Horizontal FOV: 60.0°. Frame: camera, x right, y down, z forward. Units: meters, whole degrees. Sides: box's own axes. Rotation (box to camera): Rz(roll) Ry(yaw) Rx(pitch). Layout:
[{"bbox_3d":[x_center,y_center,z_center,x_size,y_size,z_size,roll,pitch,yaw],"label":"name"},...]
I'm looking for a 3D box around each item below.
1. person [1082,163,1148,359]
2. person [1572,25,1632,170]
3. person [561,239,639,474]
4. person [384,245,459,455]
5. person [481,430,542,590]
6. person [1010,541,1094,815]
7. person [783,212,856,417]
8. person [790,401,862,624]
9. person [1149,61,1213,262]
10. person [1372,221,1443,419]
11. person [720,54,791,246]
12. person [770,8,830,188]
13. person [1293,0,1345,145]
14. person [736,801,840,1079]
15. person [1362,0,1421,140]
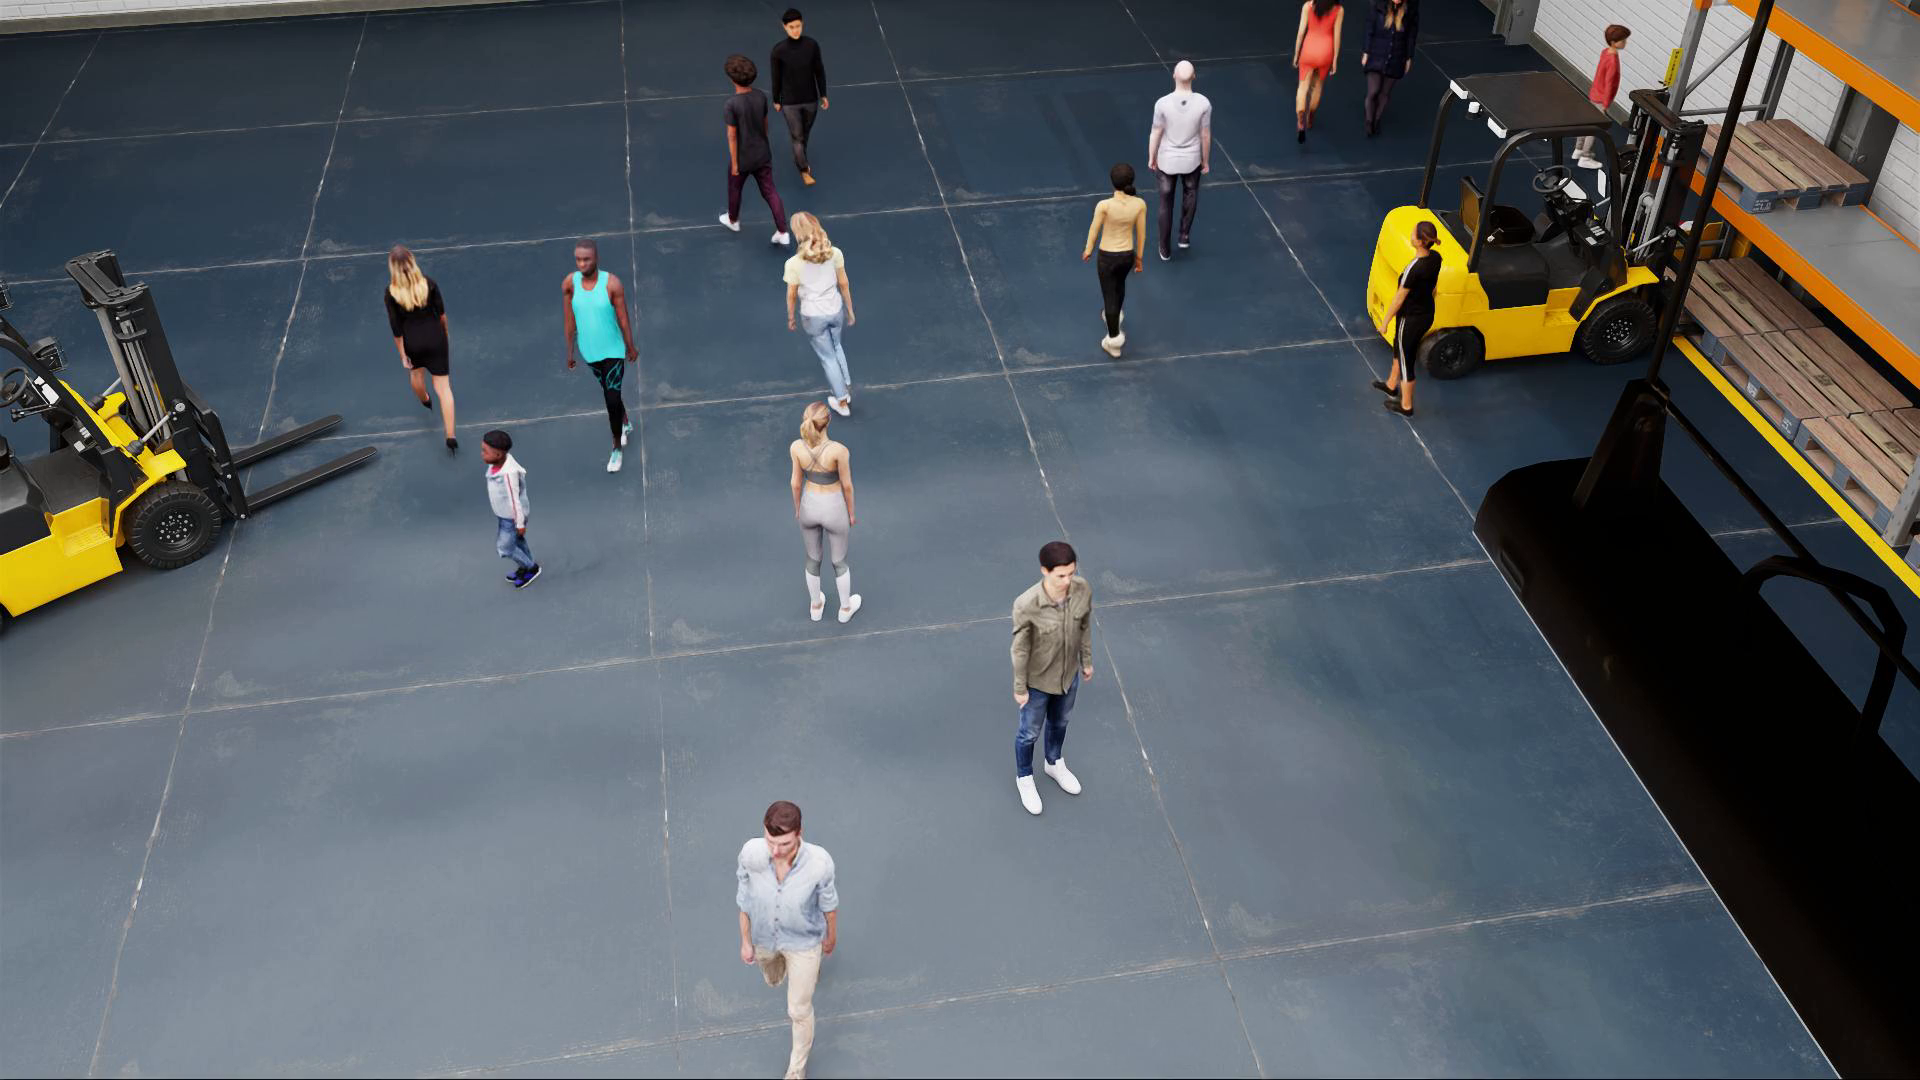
[{"bbox_3d":[1.301,-2.249,13.533,0.660,1.637,0.928,-11,40,-14],"label":"person"},{"bbox_3d":[6.307,-4.377,16.373,0.614,1.418,0.471,2,39,3],"label":"person"},{"bbox_3d":[-2.632,-1.467,12.432,0.836,1.789,0.998,7,39,9],"label":"person"},{"bbox_3d":[-3.986,-1.387,12.462,0.709,1.625,1.112,-14,41,-17],"label":"person"},{"bbox_3d":[-2.997,-0.223,11.306,0.621,1.250,0.539,-18,42,-22],"label":"person"},{"bbox_3d":[0.507,0.753,9.588,0.779,1.869,0.734,-21,43,-24],"label":"person"},{"bbox_3d":[-1.016,-1.691,12.797,0.752,1.684,0.756,-11,40,-13],"label":"person"},{"bbox_3d":[-0.892,-0.177,10.885,0.629,1.703,0.634,7,39,9],"label":"person"},{"bbox_3d":[1.939,-3.301,14.702,0.762,1.822,0.729,3,39,4],"label":"person"},{"bbox_3d":[3.553,-1.669,12.791,0.772,1.655,0.845,-31,48,-33],"label":"person"},{"bbox_3d":[-1.838,-3.451,14.947,1.028,1.751,1.225,-28,46,-31],"label":"person"},{"bbox_3d":[-1.571,-4.317,16.082,0.836,1.688,1.103,-17,42,-20],"label":"person"},{"bbox_3d":[3.574,-4.814,16.698,0.860,1.695,1.126,8,39,10],"label":"person"},{"bbox_3d":[-0.822,1.882,8.211,0.929,1.823,1.184,8,39,10],"label":"person"},{"bbox_3d":[4.329,-4.940,16.879,0.765,1.665,0.789,4,39,5],"label":"person"}]
